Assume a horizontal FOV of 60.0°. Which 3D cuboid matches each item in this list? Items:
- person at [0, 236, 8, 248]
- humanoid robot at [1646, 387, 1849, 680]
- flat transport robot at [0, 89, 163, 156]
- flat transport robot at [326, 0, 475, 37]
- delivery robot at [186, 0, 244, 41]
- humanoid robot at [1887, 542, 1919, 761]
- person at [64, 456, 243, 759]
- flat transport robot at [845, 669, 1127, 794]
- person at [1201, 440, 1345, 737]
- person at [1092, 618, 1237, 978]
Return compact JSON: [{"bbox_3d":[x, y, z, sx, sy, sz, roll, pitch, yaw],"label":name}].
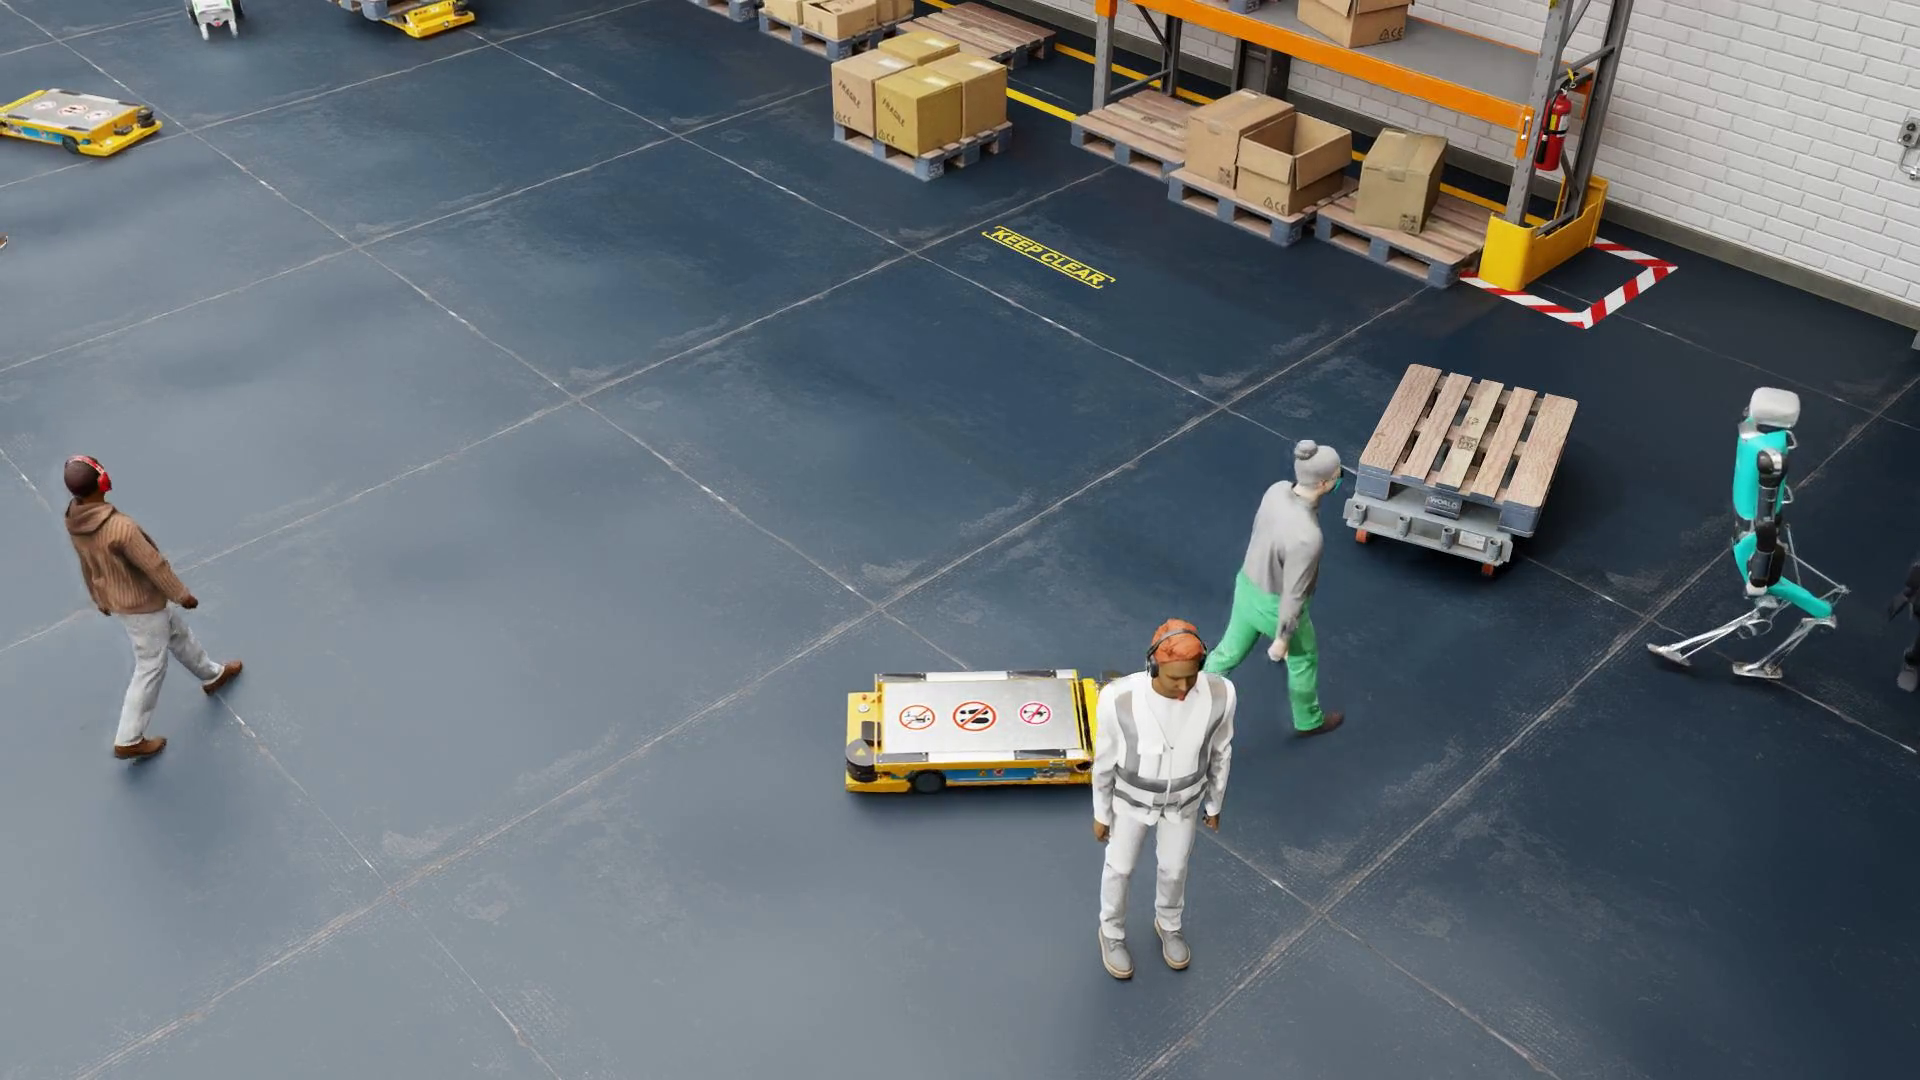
[{"bbox_3d":[-7.471,-2.691,11.822,0.952,1.803,0.511,-27,45,-31],"label":"person"},{"bbox_3d":[4.055,0.057,8.226,0.928,1.731,0.540,6,38,8],"label":"humanoid robot"},{"bbox_3d":[-7.667,-3.601,14.300,1.431,0.231,0.659,13,39,17],"label":"flat transport robot"},{"bbox_3d":[-5.558,-5.351,16.617,1.431,0.231,0.659,28,45,32],"label":"flat transport robot"},{"bbox_3d":[-7.307,-5.254,16.261,0.499,0.607,0.790,-14,39,-18],"label":"delivery robot"},{"bbox_3d":[4.898,0.265,8.053,0.610,1.634,0.731,21,42,25],"label":"humanoid robot"},{"bbox_3d":[-3.987,0.285,8.037,0.460,1.606,0.825,22,42,27],"label":"person"},{"bbox_3d":[0.153,0.950,8.276,1.431,0.231,0.659,-1,37,-2],"label":"flat transport robot"},{"bbox_3d":[1.468,0.287,7.894,0.938,1.797,0.504,-12,39,-15],"label":"person"},{"bbox_3d":[0.810,1.063,6.797,0.565,1.878,0.354,-4,37,-5],"label":"person"}]
